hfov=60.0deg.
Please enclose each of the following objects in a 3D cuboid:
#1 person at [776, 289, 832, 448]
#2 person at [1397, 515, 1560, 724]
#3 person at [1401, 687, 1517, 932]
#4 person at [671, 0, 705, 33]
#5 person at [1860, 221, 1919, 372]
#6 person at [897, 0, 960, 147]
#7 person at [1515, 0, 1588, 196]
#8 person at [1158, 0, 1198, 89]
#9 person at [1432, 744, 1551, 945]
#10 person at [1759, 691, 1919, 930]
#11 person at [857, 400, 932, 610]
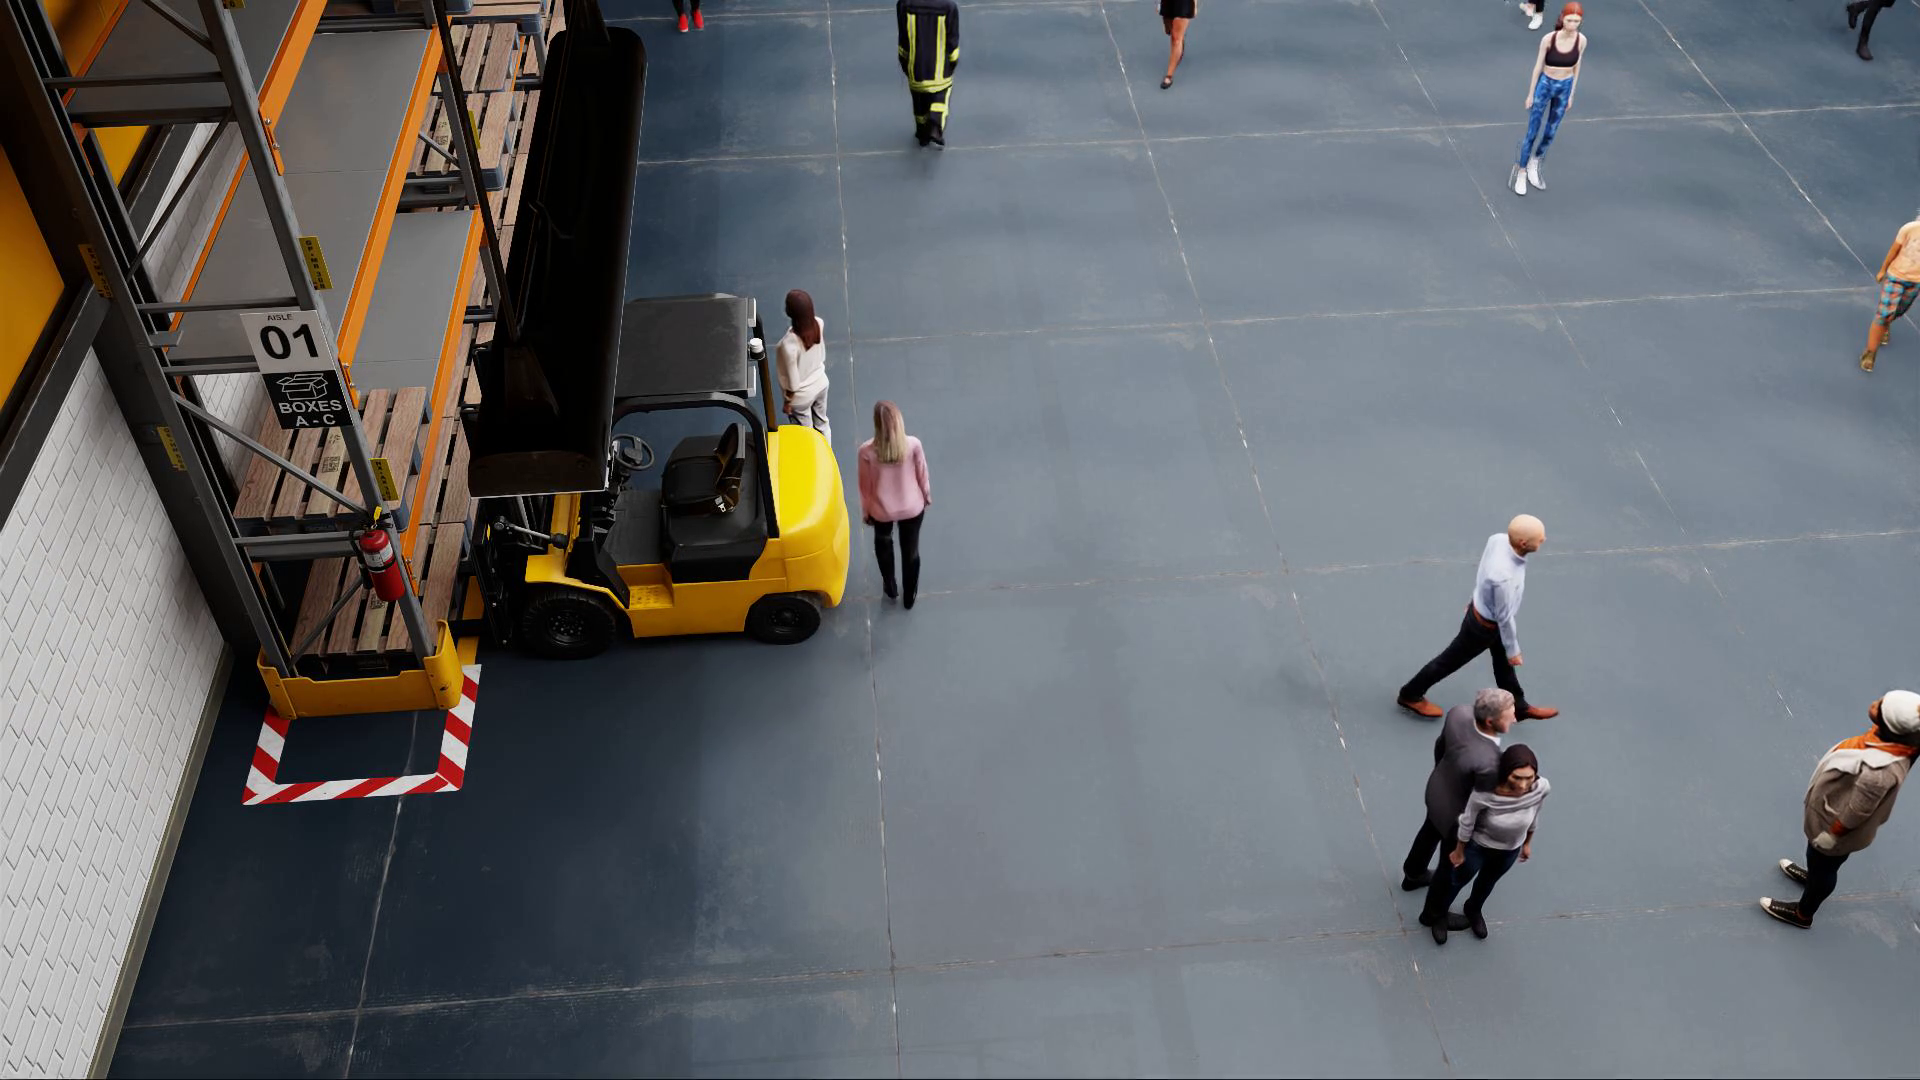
[{"bbox_3d":[-1.119,-1.107,12.063,0.749,1.689,0.656,22,48,21],"label":"person"},{"bbox_3d":[3.170,0.532,10.308,1.066,1.736,1.250,14,45,14],"label":"person"},{"bbox_3d":[2.783,1.468,9.252,0.777,1.837,0.552,-6,44,-7],"label":"person"},{"bbox_3d":[-2.971,-6.217,17.342,0.681,1.804,0.671,-6,44,-7],"label":"person"},{"bbox_3d":[7.573,-2.123,13.313,0.753,1.434,0.987,11,45,11],"label":"person"},{"bbox_3d":[-0.303,-4.480,15.514,0.795,1.811,0.911,2,44,2],"label":"person"},{"bbox_3d":[5.339,-4.022,15.041,0.611,1.800,0.757,1,44,1],"label":"person"},{"bbox_3d":[2.209,-5.407,16.602,0.896,1.652,1.089,18,47,18],"label":"person"},{"bbox_3d":[2.924,1.669,9.190,0.611,1.632,0.513,-5,44,-6],"label":"person"},{"bbox_3d":[4.969,1.470,9.213,0.883,1.887,0.824,31,52,28],"label":"person"},{"bbox_3d":[-0.444,-0.169,11.094,0.641,1.667,0.582,2,44,2],"label":"person"}]
